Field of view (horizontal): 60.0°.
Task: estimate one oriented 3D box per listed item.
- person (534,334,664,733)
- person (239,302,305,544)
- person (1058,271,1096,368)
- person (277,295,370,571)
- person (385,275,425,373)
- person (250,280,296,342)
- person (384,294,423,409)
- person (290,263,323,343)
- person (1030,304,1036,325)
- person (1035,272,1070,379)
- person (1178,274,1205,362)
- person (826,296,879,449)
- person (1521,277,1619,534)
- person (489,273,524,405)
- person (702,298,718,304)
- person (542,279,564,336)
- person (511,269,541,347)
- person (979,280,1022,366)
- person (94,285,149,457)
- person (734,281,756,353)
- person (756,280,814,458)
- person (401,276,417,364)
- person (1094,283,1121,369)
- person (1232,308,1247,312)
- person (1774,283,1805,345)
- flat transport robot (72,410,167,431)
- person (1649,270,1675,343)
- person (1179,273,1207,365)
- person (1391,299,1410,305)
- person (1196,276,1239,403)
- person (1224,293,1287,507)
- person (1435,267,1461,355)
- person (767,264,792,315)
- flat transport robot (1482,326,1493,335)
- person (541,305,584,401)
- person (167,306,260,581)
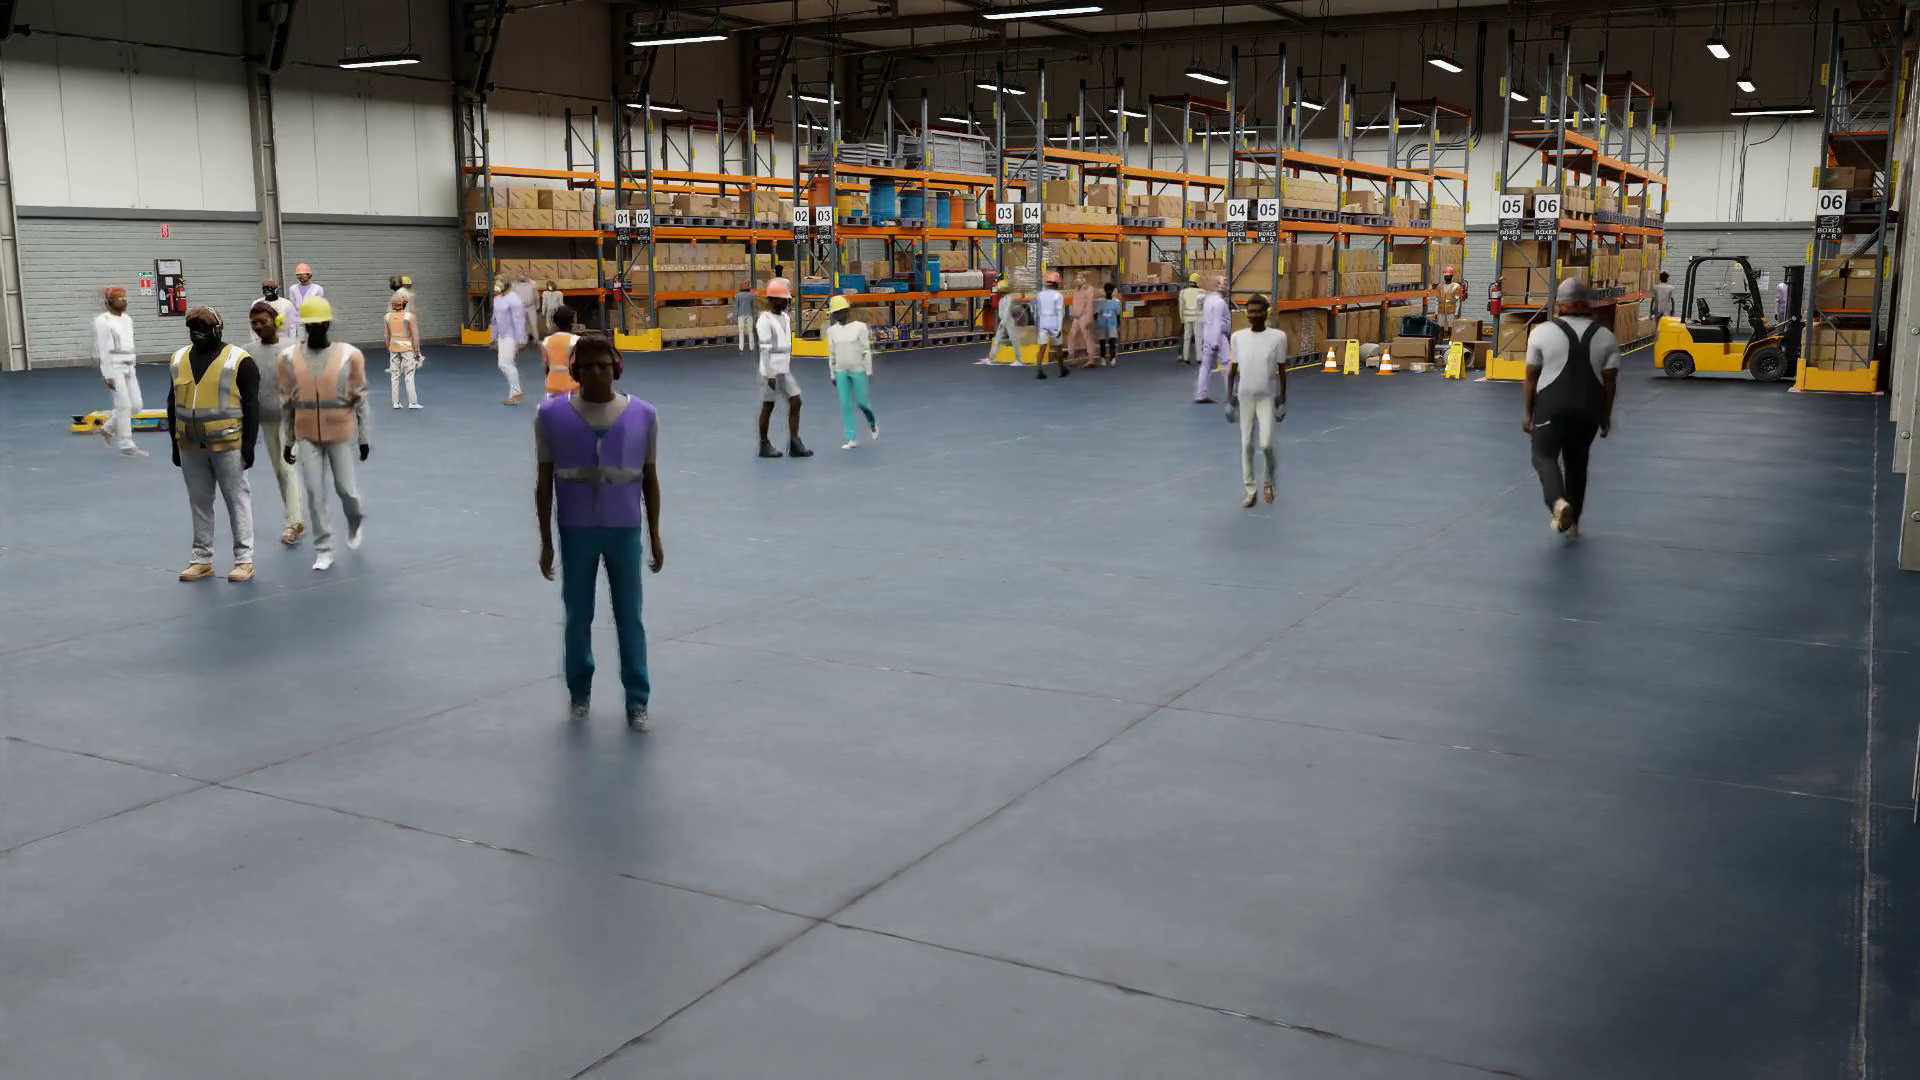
[{"bbox_3d":[-1.669,-0.028,7.729,0.566,1.844,0.677,-3,10,-15],"label":"person"},{"bbox_3d":[-5.179,-0.875,12.573,0.523,1.827,0.882,0,10,0],"label":"person"},{"bbox_3d":[2.284,-4.255,32.220,0.830,1.873,0.686,-5,11,-26],"label":"person"},{"bbox_3d":[-4.459,-0.766,11.716,0.590,1.908,0.647,-2,10,-9],"label":"person"},{"bbox_3d":[-10.408,-4.021,30.999,0.630,1.829,0.641,-5,11,-25],"label":"person"},{"bbox_3d":[-9.742,-2.764,23.604,0.627,1.844,0.429,-1,10,-5],"label":"person"},{"bbox_3d":[-7.928,-2.672,23.655,0.514,1.641,0.307,2,10,12],"label":"person"},{"bbox_3d":[-11.538,-3.851,29.376,0.605,2.045,0.379,0,10,-1],"label":"person"},{"bbox_3d":[1.888,-5.209,37.677,0.626,1.931,0.375,0,10,-2],"label":"person"},{"bbox_3d":[1.639,-3.811,29.614,0.547,1.884,0.996,5,11,29],"label":"person"},{"bbox_3d":[4.794,-4.527,34.025,0.646,1.821,0.524,1,10,4],"label":"person"},{"bbox_3d":[-1.222,-1.919,18.993,0.570,1.726,0.644,3,10,20],"label":"person"},{"bbox_3d":[4.716,-1.028,12.856,0.698,2.000,0.744,0,10,-1],"label":"person"},{"bbox_3d":[-6.604,-2.906,24.210,0.475,1.924,0.648,-8,13,-40],"label":"person"},{"bbox_3d":[-6.494,-6.055,42.792,0.614,1.862,0.676,6,11,31],"label":"person"},{"bbox_3d":[-9.769,-5.462,40.048,0.563,1.612,0.423,0,10,2],"label":"person"},{"bbox_3d":[-10.433,-5.562,39.919,0.667,1.867,0.501,-3,10,-17],"label":"person"},{"bbox_3d":[0.846,-4.270,32.863,0.923,1.685,0.491,-5,11,-26],"label":"person"},{"bbox_3d":[-9.140,-1.818,17.992,0.561,1.866,0.582,1,10,7],"label":"person"},{"bbox_3d":[-4.811,-4.997,37.317,0.493,1.624,0.280,-4,10,-21],"label":"person"},{"bbox_3d":[-1.884,-1.814,17.838,0.791,1.905,0.564,5,11,29],"label":"person"},{"bbox_3d":[-11.067,-4.391,33.351,0.525,1.769,0.313,9,13,42],"label":"person"},{"bbox_3d":[2.884,-4.191,32.570,0.536,1.664,0.859,1,10,4],"label":"person"},{"bbox_3d":[5.890,-4.838,35.194,0.606,2.035,0.403,5,11,27],"label":"person"},{"bbox_3d":[18.396,-5.075,36.923,0.581,1.919,0.404,4,11,24],"label":"person"},{"bbox_3d":[-10.304,-1.515,20.881,1.431,0.197,0.652,-3,10,-18],"label":"flat transport robot"},{"bbox_3d":[16.009,-5.217,37.959,0.515,1.854,0.635,5,11,29],"label":"person"},{"bbox_3d":[4.686,-4.414,33.291,0.590,1.833,0.404,5,11,27],"label":"person"},{"bbox_3d":[12.286,-6.715,46.498,0.566,1.917,0.405,3,10,18],"label":"person"},{"bbox_3d":[3.902,-2.943,24.581,0.867,1.871,0.646,-2,10,-13],"label":"person"},{"bbox_3d":[2.554,-1.199,14.404,0.503,1.856,0.428,4,10,22],"label":"person"},{"bbox_3d":[10.627,-4.982,36.303,0.543,1.939,0.361,7,12,36],"label":"person"},{"bbox_3d":[-4.489,-5.863,41.382,0.606,1.966,0.367,0,10,-1],"label":"person"},{"bbox_3d":[14.584,-5.771,45.799,0.652,0.197,1.431,4,11,25],"label":"flat transport robot"},{"bbox_3d":[-3.891,-1.502,16.644,0.548,1.673,0.620,4,10,22],"label":"person"},{"bbox_3d":[-5.012,-0.638,11.158,0.625,1.844,0.429,1,10,4],"label":"person"}]
